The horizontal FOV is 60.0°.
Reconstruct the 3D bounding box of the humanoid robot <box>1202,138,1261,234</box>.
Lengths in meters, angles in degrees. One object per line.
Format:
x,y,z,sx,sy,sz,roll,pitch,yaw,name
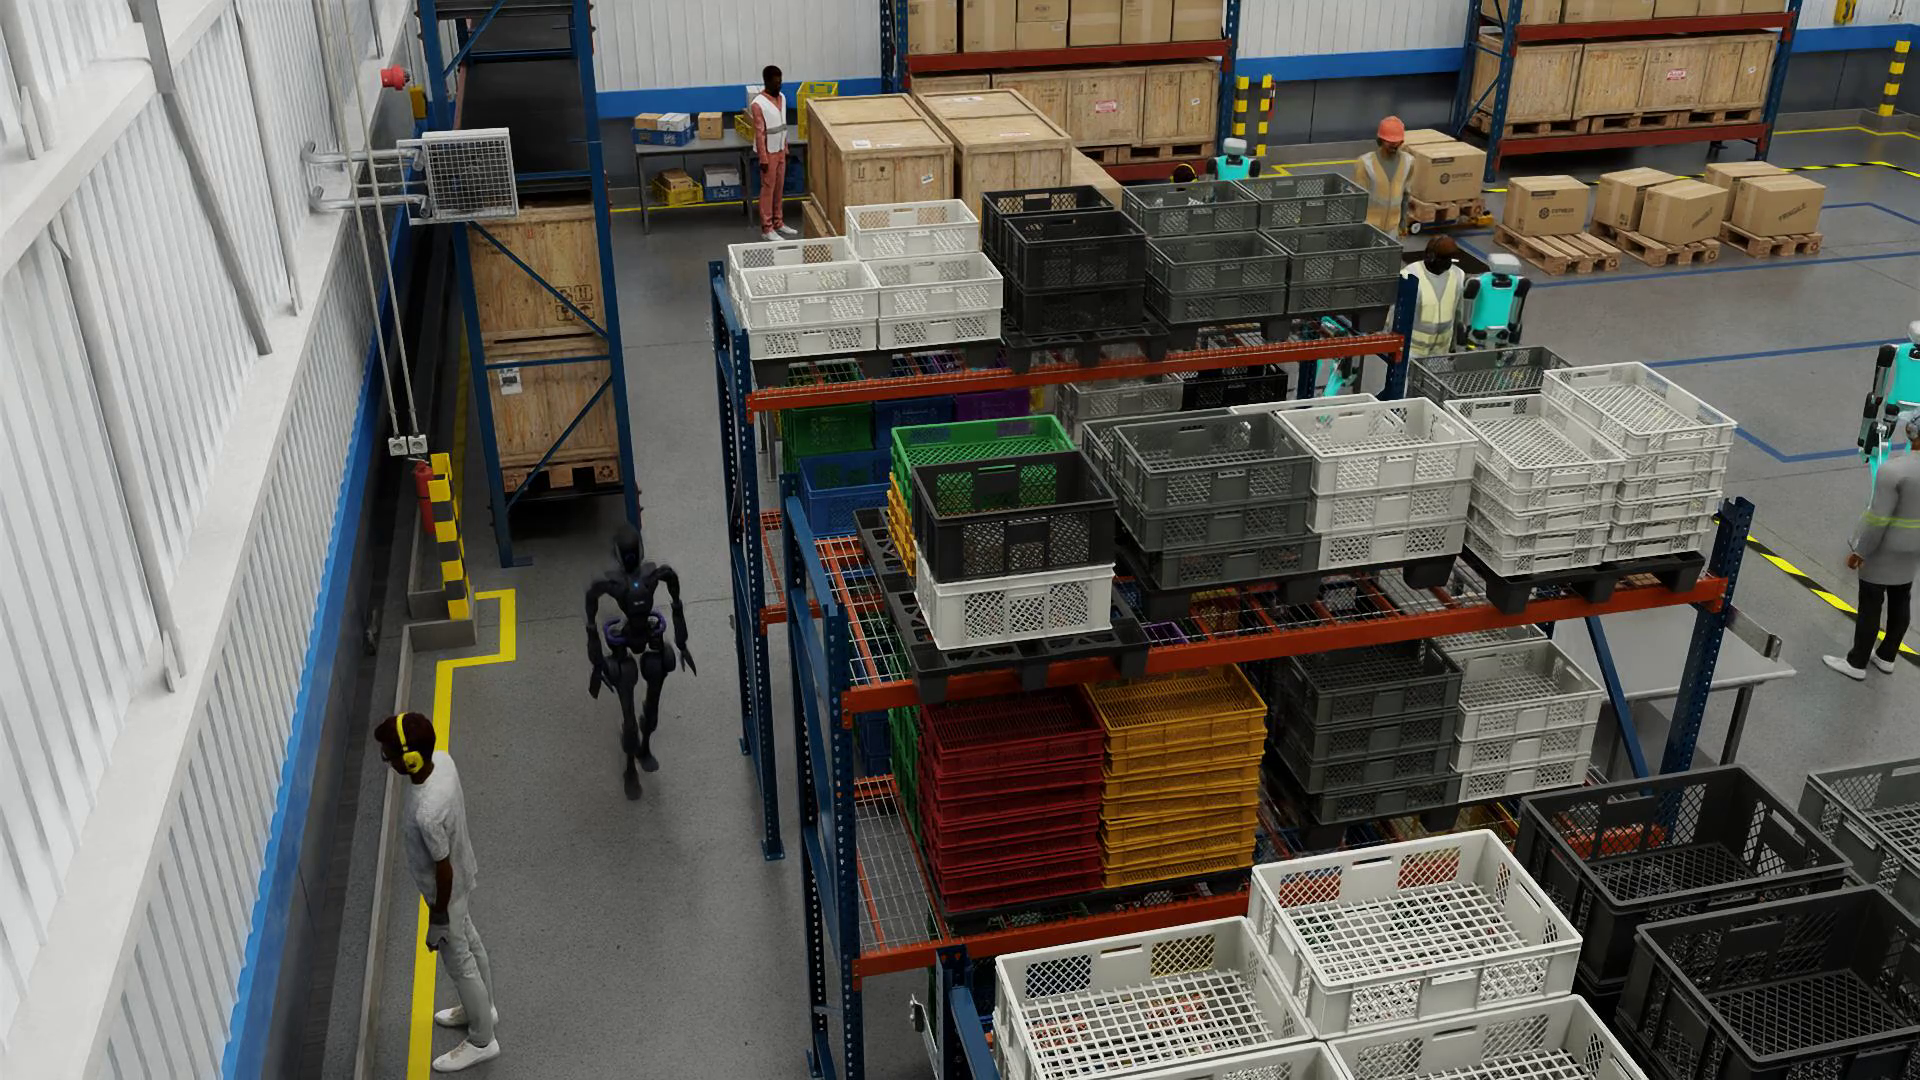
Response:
2.608,-2.918,16.067,0.534,1.789,1.020,1,28,3,humanoid robot

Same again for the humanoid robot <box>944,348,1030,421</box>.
0.198,-0.970,12.285,0.977,1.714,0.562,7,29,13,humanoid robot

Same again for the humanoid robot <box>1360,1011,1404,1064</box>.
1.686,2.314,6.201,0.763,1.631,0.616,-12,30,-21,humanoid robot

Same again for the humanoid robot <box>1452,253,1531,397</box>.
4.166,-1.281,12.954,0.552,1.836,0.711,-5,28,-9,humanoid robot

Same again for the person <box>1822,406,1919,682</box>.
5.790,0.005,10.339,0.597,1.850,0.397,-8,29,-15,person

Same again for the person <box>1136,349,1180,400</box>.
1.515,-1.019,12.302,0.420,1.832,0.545,6,28,12,person

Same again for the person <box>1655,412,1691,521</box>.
4.265,0.011,10.418,0.325,1.768,0.524,-12,30,-22,person

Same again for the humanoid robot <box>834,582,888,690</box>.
-0.585,0.183,10.195,0.622,1.641,0.591,-7,29,-13,humanoid robot

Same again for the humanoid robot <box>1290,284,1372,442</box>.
2.802,-1.328,12.990,0.533,1.796,0.675,18,33,30,humanoid robot

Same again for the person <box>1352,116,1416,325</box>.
4.020,-3.034,15.904,0.613,2.040,0.389,-5,28,-10,person

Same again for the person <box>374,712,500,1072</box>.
-2.310,1.554,7.389,0.329,1.865,0.511,-5,28,-10,person

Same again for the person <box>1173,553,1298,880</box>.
1.367,0.938,8.412,1.002,1.997,0.606,-2,28,-4,person

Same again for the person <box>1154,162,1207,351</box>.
1.981,-2.483,15.038,0.515,1.873,0.329,9,29,16,person

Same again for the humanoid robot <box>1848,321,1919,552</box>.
6.519,-0.634,11.536,0.533,1.673,0.735,13,30,23,humanoid robot

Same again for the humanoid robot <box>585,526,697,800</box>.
-1.786,0.650,9.322,0.610,1.636,0.583,-13,30,-22,humanoid robot

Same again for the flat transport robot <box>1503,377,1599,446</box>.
4.780,-1.036,14.013,0.659,0.231,1.431,-6,28,-12,flat transport robot

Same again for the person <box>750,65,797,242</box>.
-2.077,-4.285,18.410,0.393,1.916,0.591,11,30,20,person

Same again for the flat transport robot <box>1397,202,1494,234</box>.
5.356,-3.763,19.155,1.431,0.197,0.652,-9,29,-17,flat transport robot

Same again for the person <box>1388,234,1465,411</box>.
3.719,-1.566,13.340,0.629,1.834,0.430,-6,28,-12,person
